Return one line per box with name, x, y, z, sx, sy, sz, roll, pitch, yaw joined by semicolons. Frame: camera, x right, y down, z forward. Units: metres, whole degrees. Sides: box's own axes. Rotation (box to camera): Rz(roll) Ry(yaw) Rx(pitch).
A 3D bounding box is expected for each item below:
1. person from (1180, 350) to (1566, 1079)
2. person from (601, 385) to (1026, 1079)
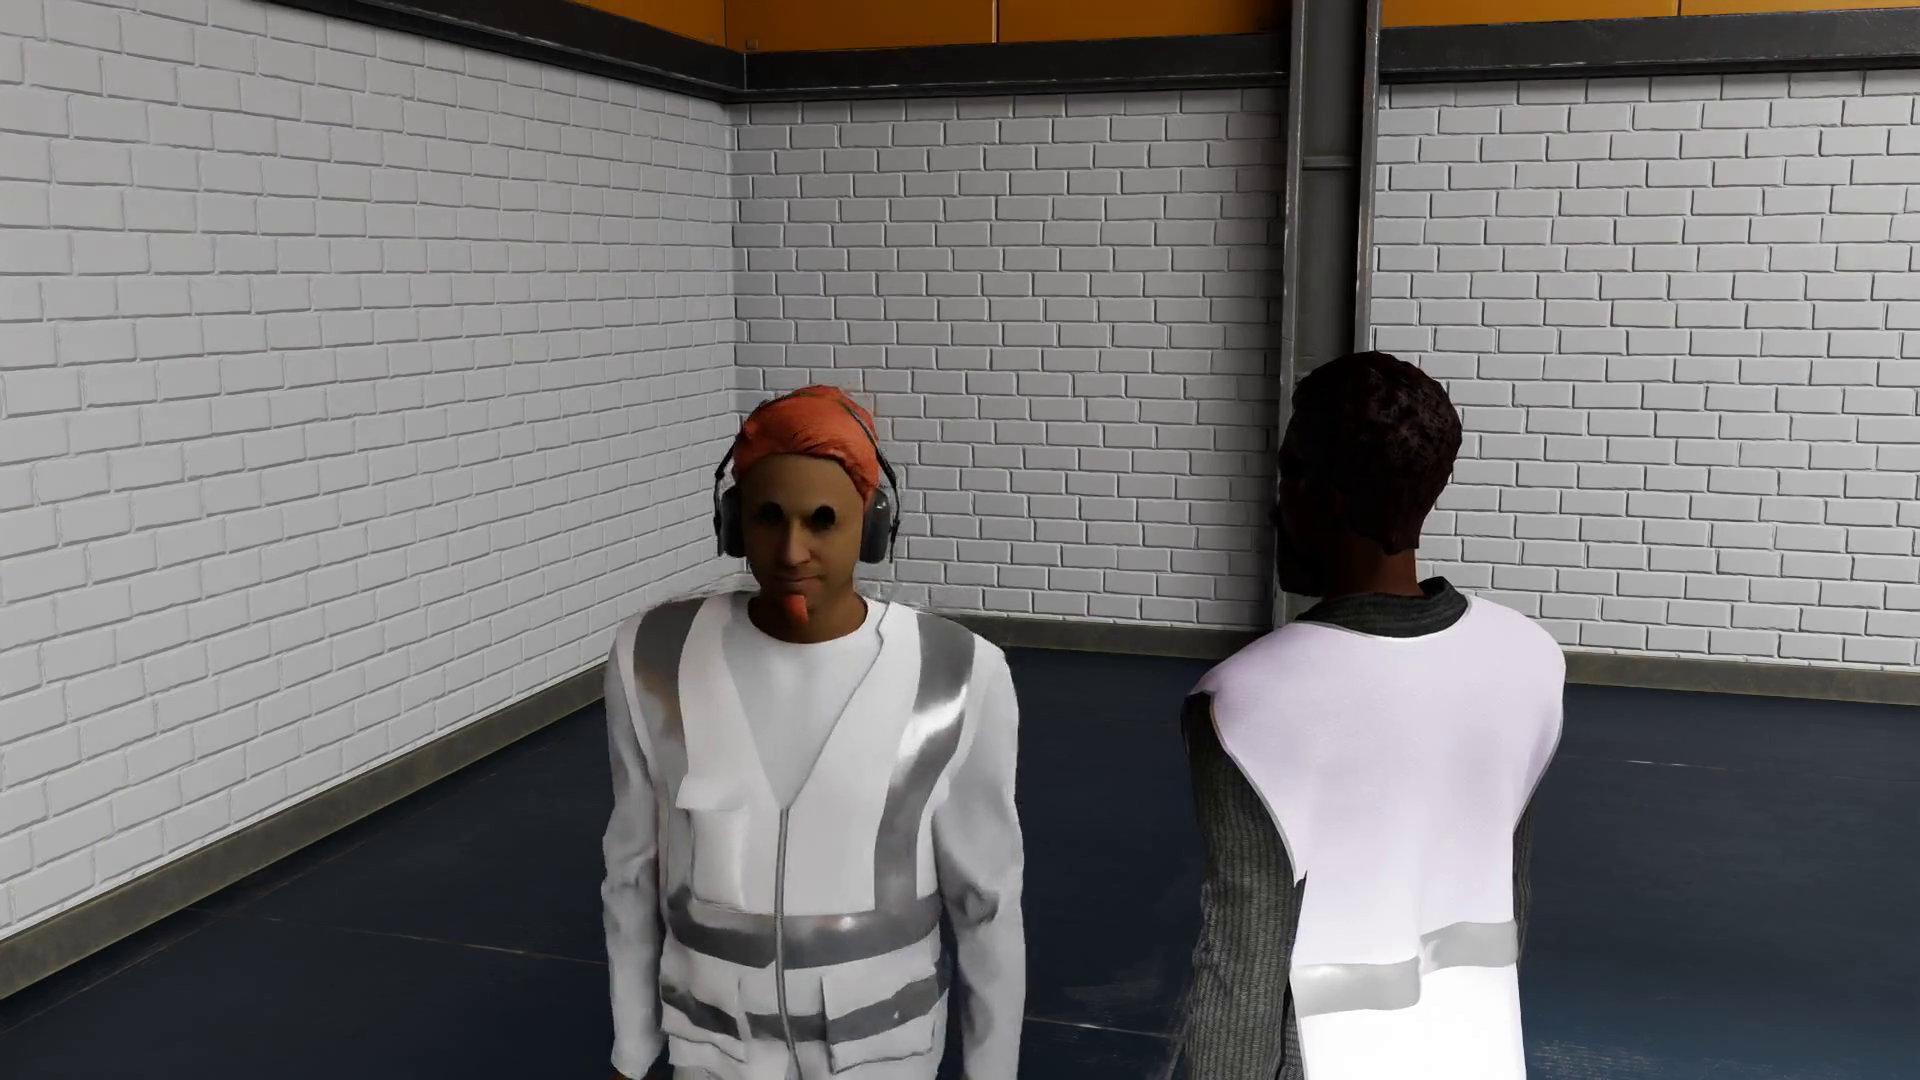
person;0.508;0.724;2.130;0.591;1.922;0.392;-7;12;-36
person;-0.218;0.732;2.241;0.609;1.866;0.556;1;9;5
